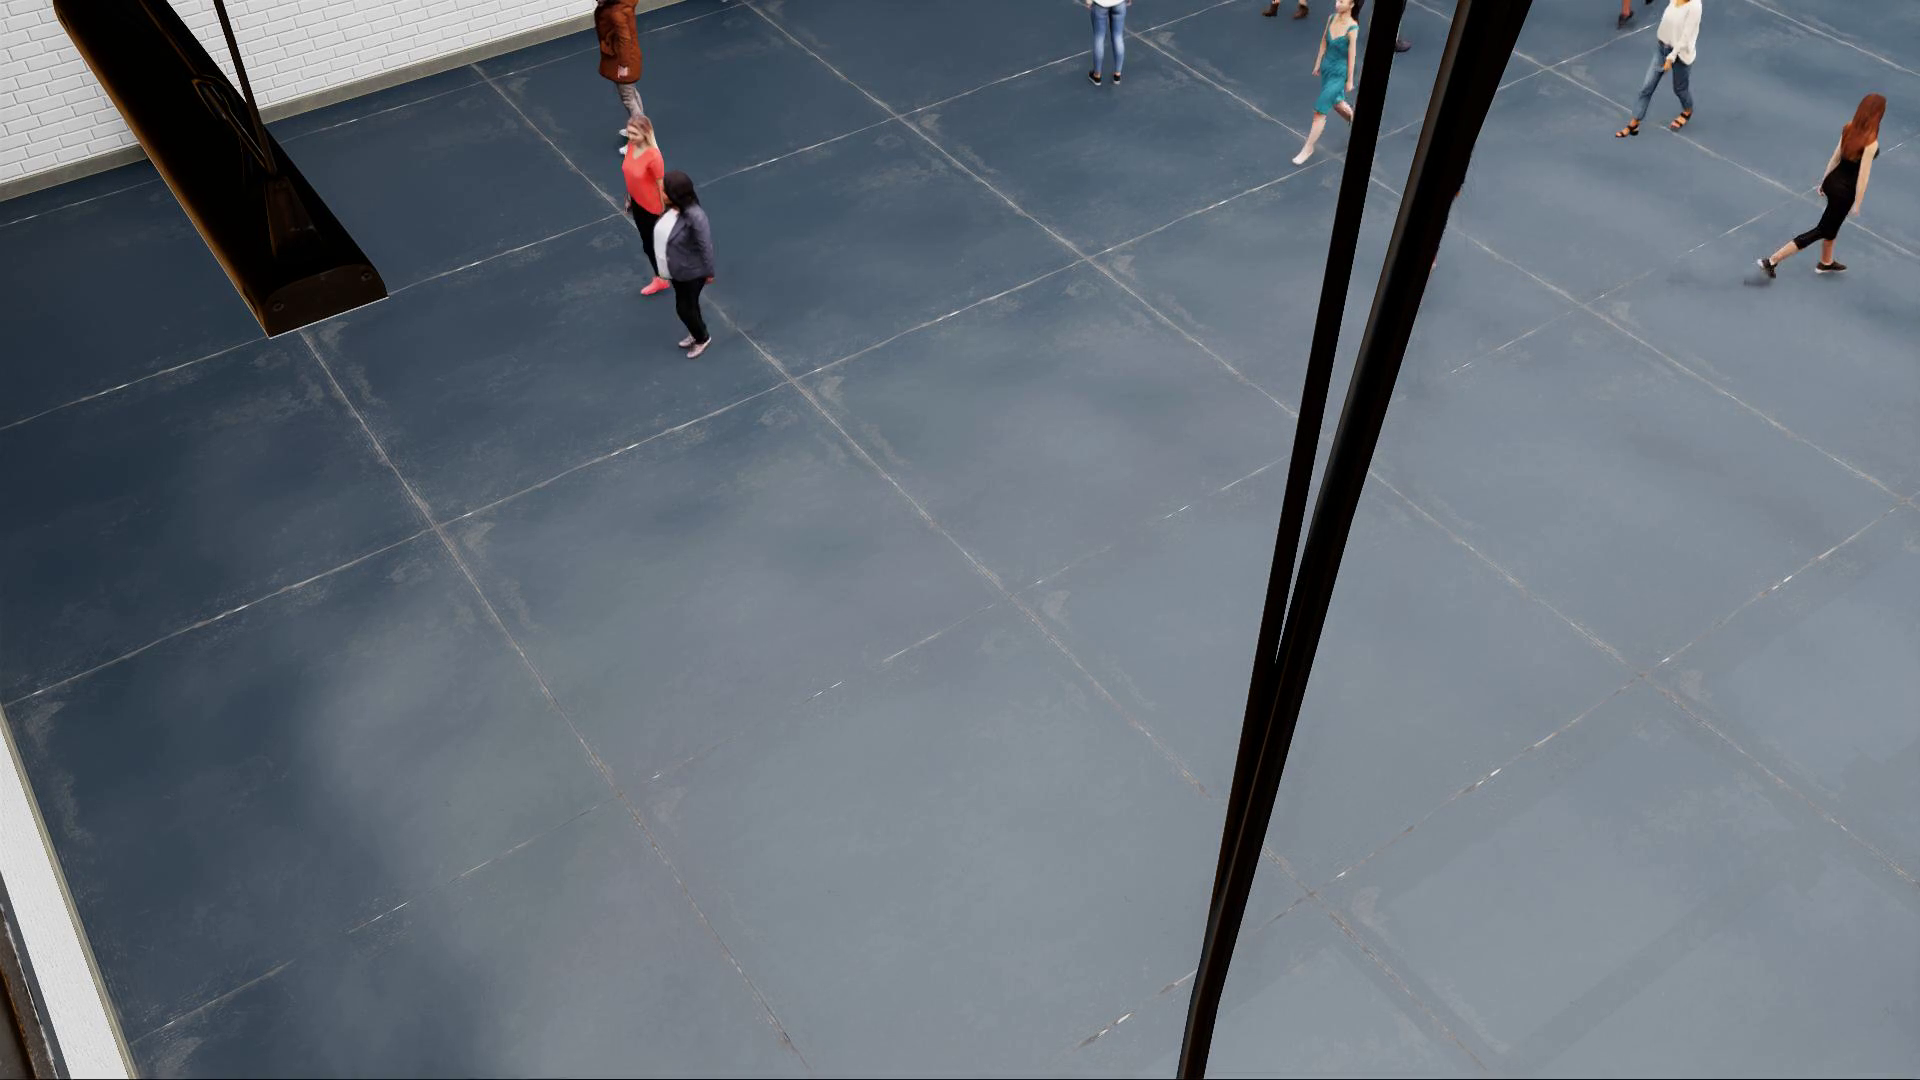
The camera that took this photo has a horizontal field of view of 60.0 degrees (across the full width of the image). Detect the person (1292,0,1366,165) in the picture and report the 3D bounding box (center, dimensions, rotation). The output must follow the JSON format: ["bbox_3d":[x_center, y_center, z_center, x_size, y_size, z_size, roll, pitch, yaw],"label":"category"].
[{"bbox_3d":[3.505,-4.260,15.244,1.082,1.651,0.704,-17,46,-17],"label":"person"}]

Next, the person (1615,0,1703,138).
[{"bbox_3d":[6.751,-4.529,15.540,1.140,1.632,0.816,-14,45,-14],"label":"person"}]

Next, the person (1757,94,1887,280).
[{"bbox_3d":[7.192,-2.862,13.744,1.177,1.697,0.950,-3,44,-3],"label":"person"}]

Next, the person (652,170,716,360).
[{"bbox_3d":[-2.104,-2.206,13.134,0.666,1.589,0.689,-31,52,-28],"label":"person"}]

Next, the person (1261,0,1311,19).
[{"bbox_3d":[3.543,-5.973,17.507,0.789,1.011,0.622,-5,44,-5],"label":"person"}]

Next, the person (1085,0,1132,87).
[{"bbox_3d":[1.461,-5.285,16.290,0.651,1.692,0.769,-4,44,-5],"label":"person"}]

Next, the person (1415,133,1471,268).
[{"bbox_3d":[3.978,-2.960,13.872,0.787,1.662,0.849,8,44,8],"label":"person"}]

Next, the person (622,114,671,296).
[{"bbox_3d":[-2.456,-2.758,13.647,0.723,1.680,0.625,-28,50,-26],"label":"person"}]

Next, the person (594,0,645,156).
[{"bbox_3d":[-3.096,-4.447,15.306,0.859,1.837,0.835,-5,44,-5],"label":"person"}]

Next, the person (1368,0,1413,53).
[{"bbox_3d":[4.434,-5.901,16.768,0.714,1.925,0.761,-12,45,-13],"label":"person"}]
